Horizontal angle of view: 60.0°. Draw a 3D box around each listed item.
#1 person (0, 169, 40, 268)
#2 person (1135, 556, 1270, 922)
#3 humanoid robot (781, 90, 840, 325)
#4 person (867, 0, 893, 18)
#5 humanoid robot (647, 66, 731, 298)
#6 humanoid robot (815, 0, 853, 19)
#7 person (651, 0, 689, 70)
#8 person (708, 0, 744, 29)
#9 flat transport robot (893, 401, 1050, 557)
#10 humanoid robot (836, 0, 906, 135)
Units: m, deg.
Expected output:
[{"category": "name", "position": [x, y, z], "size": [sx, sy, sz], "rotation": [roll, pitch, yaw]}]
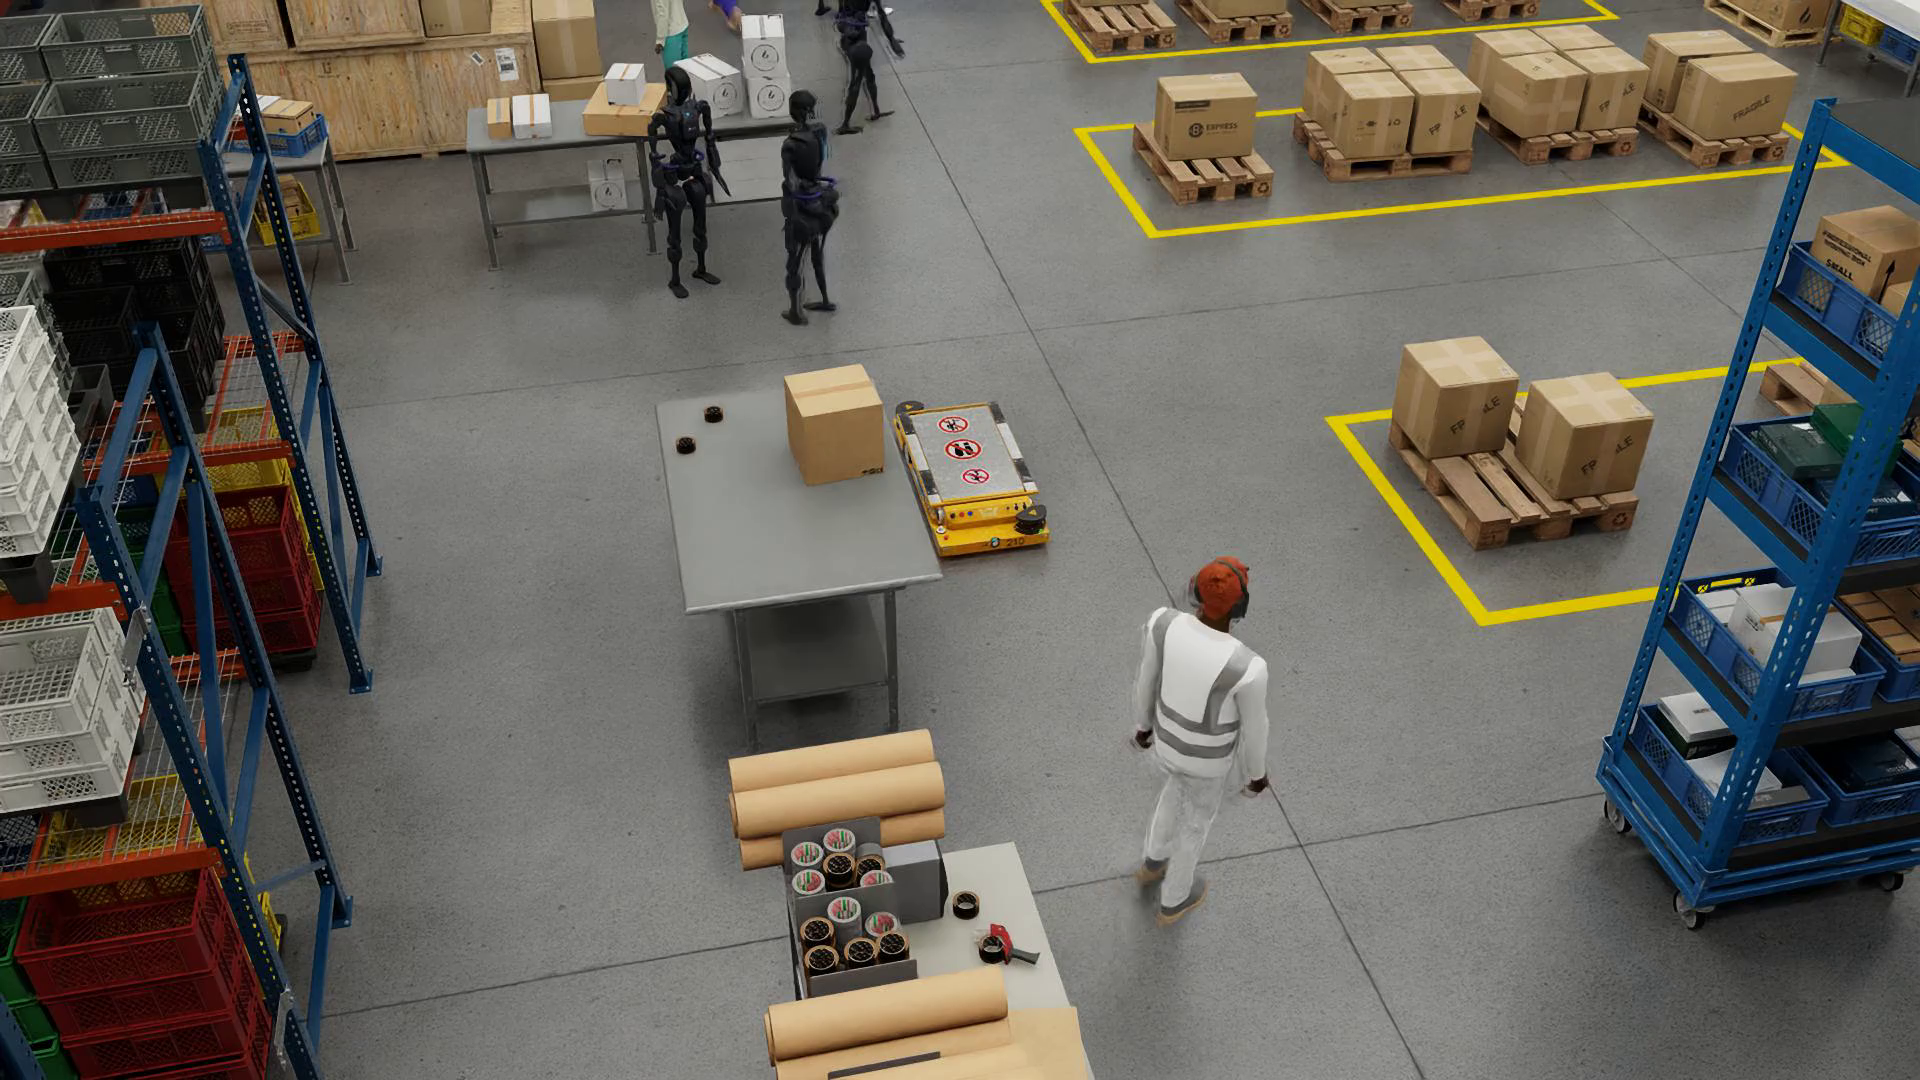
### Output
[{"category": "person", "position": [-6.267, -2.031, 10.893], "size": [0.986, 1.939, 0.613], "rotation": [3, 37, 4]}, {"category": "person", "position": [1.021, 0.862, 7.056], "size": [0.491, 1.867, 0.595], "rotation": [-28, 45, -32]}, {"category": "humanoid robot", "position": [-1.087, -2.296, 11.461], "size": [0.429, 1.635, 0.582], "rotation": [20, 41, 25]}, {"category": "person", "position": [-0.955, -6.173, 16.460], "size": [0.587, 1.927, 0.383], "rotation": [26, 44, 31]}, {"category": "humanoid robot", "position": [-1.931, -2.538, 11.775], "size": [0.601, 1.653, 0.327], "rotation": [-29, 46, -33]}, {"category": "humanoid robot", "position": [-1.281, -6.045, 16.487], "size": [0.588, 1.657, 0.328], "rotation": [19, 41, 24]}, {"category": "person", "position": [-2.468, -4.324, 14.110], "size": [0.311, 1.768, 0.522], "rotation": [6, 37, 8]}, {"category": "person", "position": [-2.357, -6.031, 16.177], "size": [0.684, 2.000, 0.904], "rotation": [-24, 43, -28]}, {"category": "flat transport robot", "position": [0.046, -0.430, 10.108], "size": [0.652, 0.197, 1.431], "rotation": [-8, 37, -10]}, {"category": "humanoid robot", "position": [-0.800, -4.278, 14.140], "size": [0.696, 1.626, 0.553], "rotation": [-13, 39, -17]}]
